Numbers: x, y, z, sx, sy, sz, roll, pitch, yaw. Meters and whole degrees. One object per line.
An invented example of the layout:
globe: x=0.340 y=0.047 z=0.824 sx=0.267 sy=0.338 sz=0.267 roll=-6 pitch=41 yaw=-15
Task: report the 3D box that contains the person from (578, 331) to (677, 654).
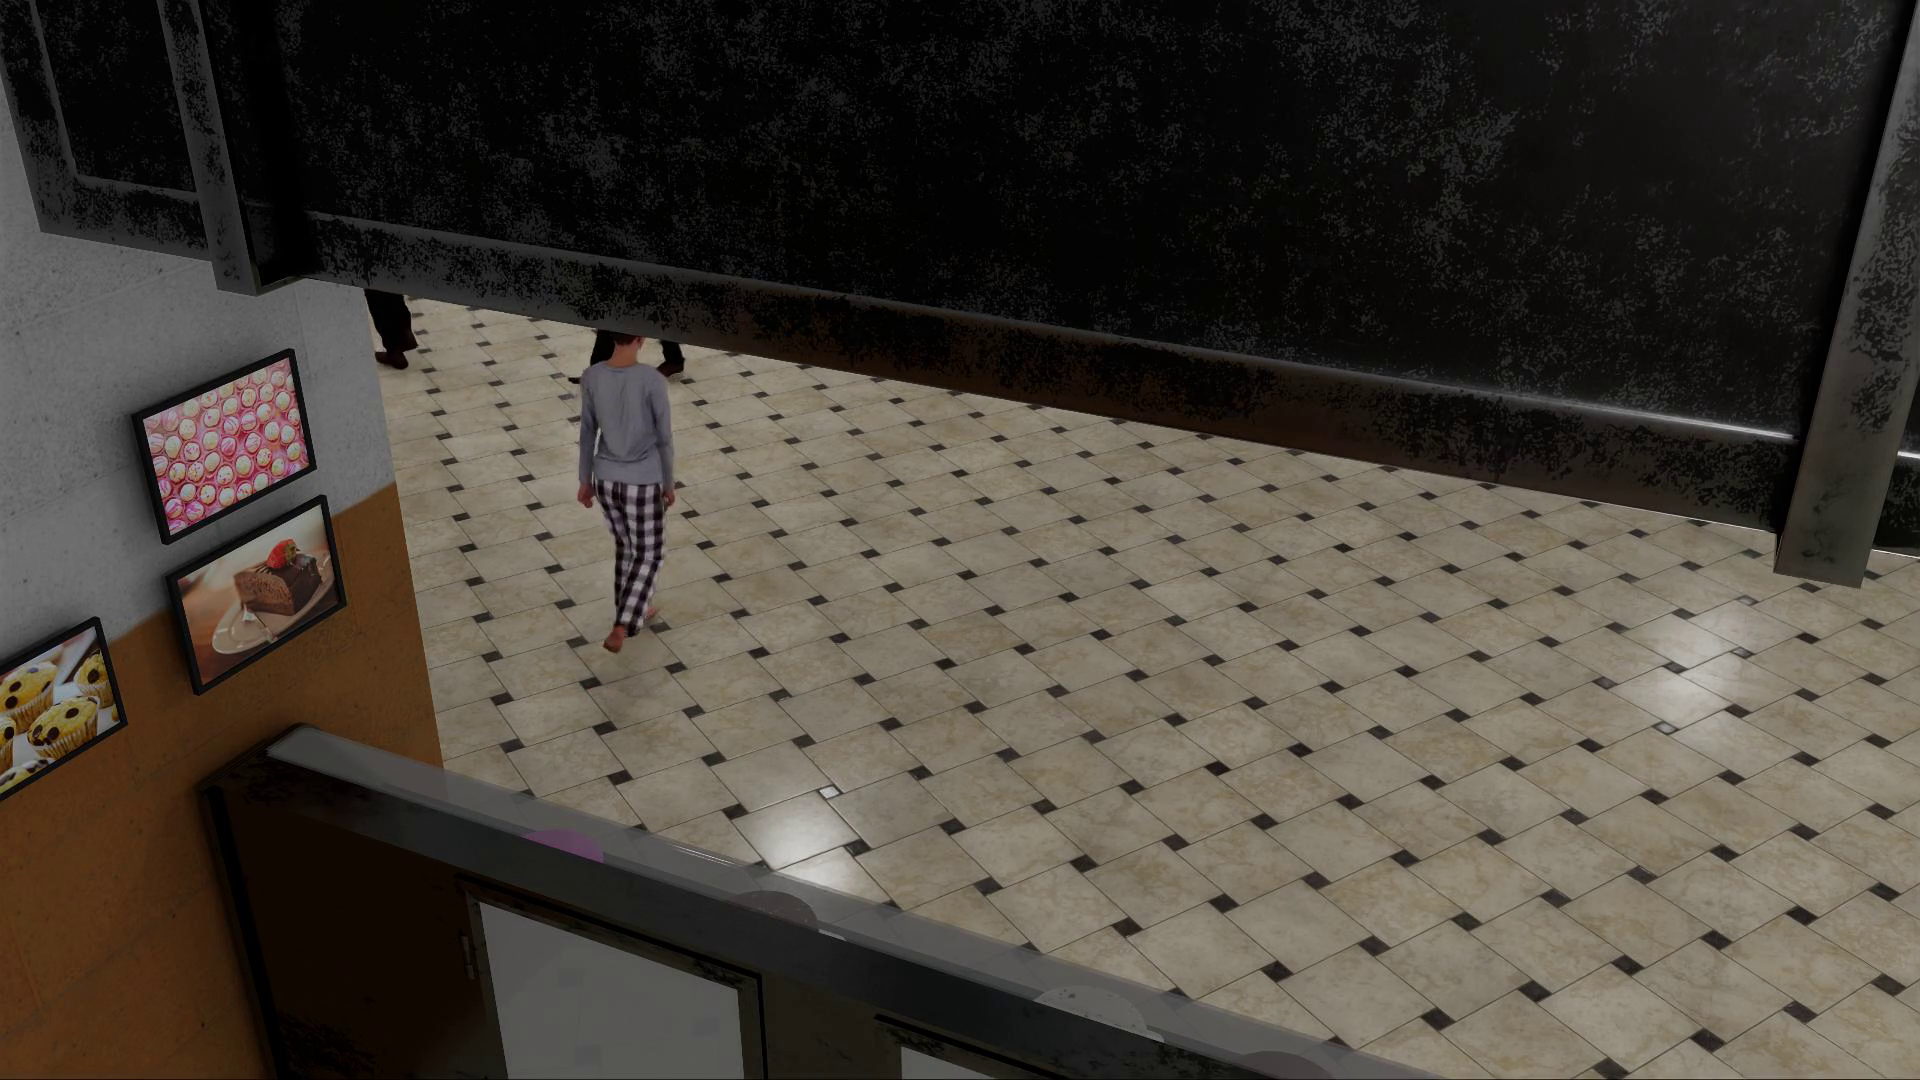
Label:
person: x=-1.691 y=-0.254 z=8.410 sx=0.703 sy=1.816 sz=0.934 roll=6 pitch=27 yaw=11
